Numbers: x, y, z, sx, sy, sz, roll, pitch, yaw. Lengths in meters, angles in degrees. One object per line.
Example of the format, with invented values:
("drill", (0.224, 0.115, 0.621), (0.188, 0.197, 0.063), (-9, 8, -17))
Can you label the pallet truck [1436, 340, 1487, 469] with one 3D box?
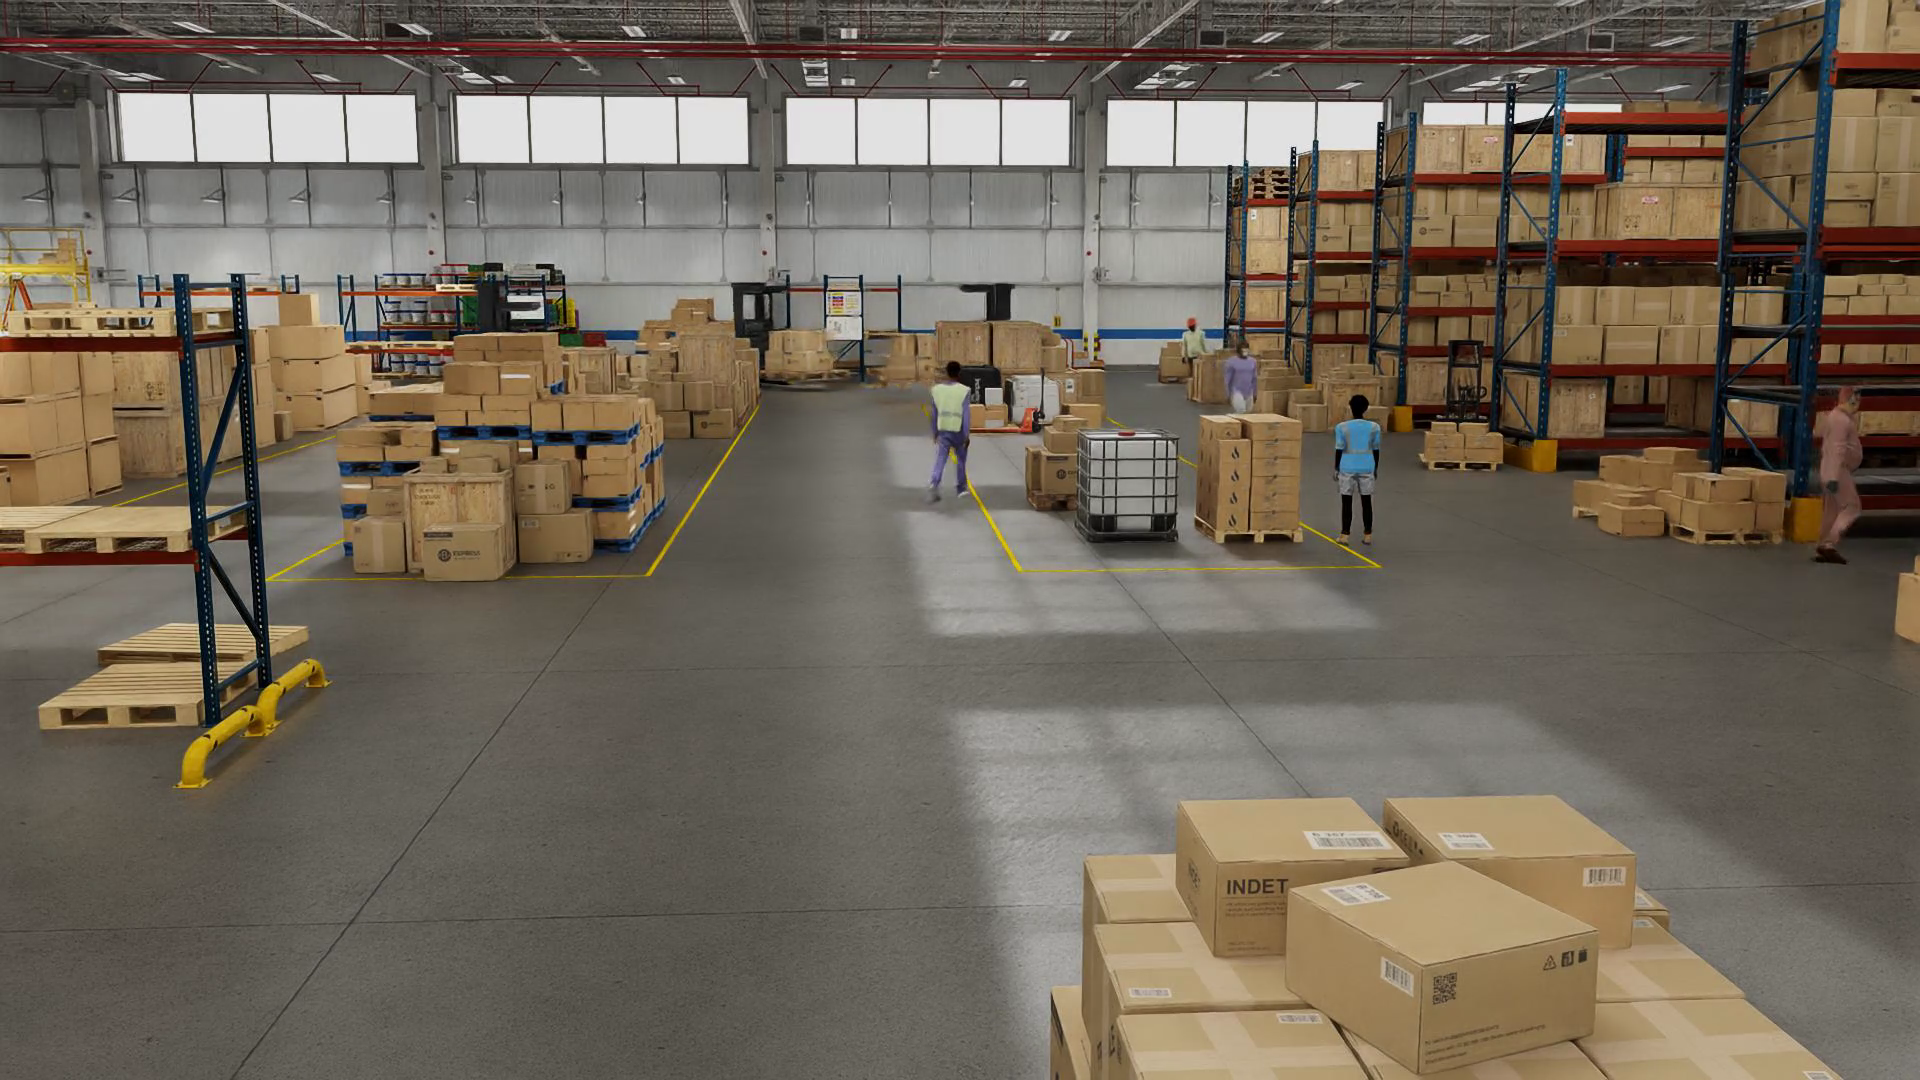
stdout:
("pallet truck", (8.004, -2.170, 26.422), (0.823, 1.965, 1.885), (2, 9, 14))

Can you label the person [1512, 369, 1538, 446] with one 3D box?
("person", (9.705, -2.421, 28.245), (0.952, 1.930, 0.604), (-1, 9, -7))

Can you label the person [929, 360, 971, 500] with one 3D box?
("person", (-0.141, -1.480, 22.447), (0.599, 1.891, 0.898), (4, 10, 24))

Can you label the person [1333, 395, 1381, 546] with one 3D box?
("person", (4.437, -0.779, 18.623), (0.541, 1.695, 0.316), (-1, 9, -5))

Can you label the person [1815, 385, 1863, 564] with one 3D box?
("person", (9.227, -0.672, 17.385), (0.464, 1.875, 0.680), (4, 10, 26))

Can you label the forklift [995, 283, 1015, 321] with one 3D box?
("forklift", (1.045, -4.726, 39.703), (1.873, 2.768, 1.129), (-1, 9, -4))

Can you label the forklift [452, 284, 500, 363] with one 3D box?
("forklift", (-10.317, -4.215, 36.494), (1.873, 2.768, 1.129), (-1, 9, -4))

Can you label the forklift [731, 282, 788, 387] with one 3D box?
("forklift", (-5.732, -5.596, 45.166), (1.873, 2.768, 1.129), (8, 12, 42))

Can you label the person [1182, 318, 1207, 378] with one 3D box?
("person", (6.031, -4.753, 42.895), (0.652, 1.916, 0.995), (4, 10, 23))

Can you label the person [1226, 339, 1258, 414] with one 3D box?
("person", (4.891, -2.569, 29.200), (0.639, 1.922, 0.710), (-4, 10, -24))
